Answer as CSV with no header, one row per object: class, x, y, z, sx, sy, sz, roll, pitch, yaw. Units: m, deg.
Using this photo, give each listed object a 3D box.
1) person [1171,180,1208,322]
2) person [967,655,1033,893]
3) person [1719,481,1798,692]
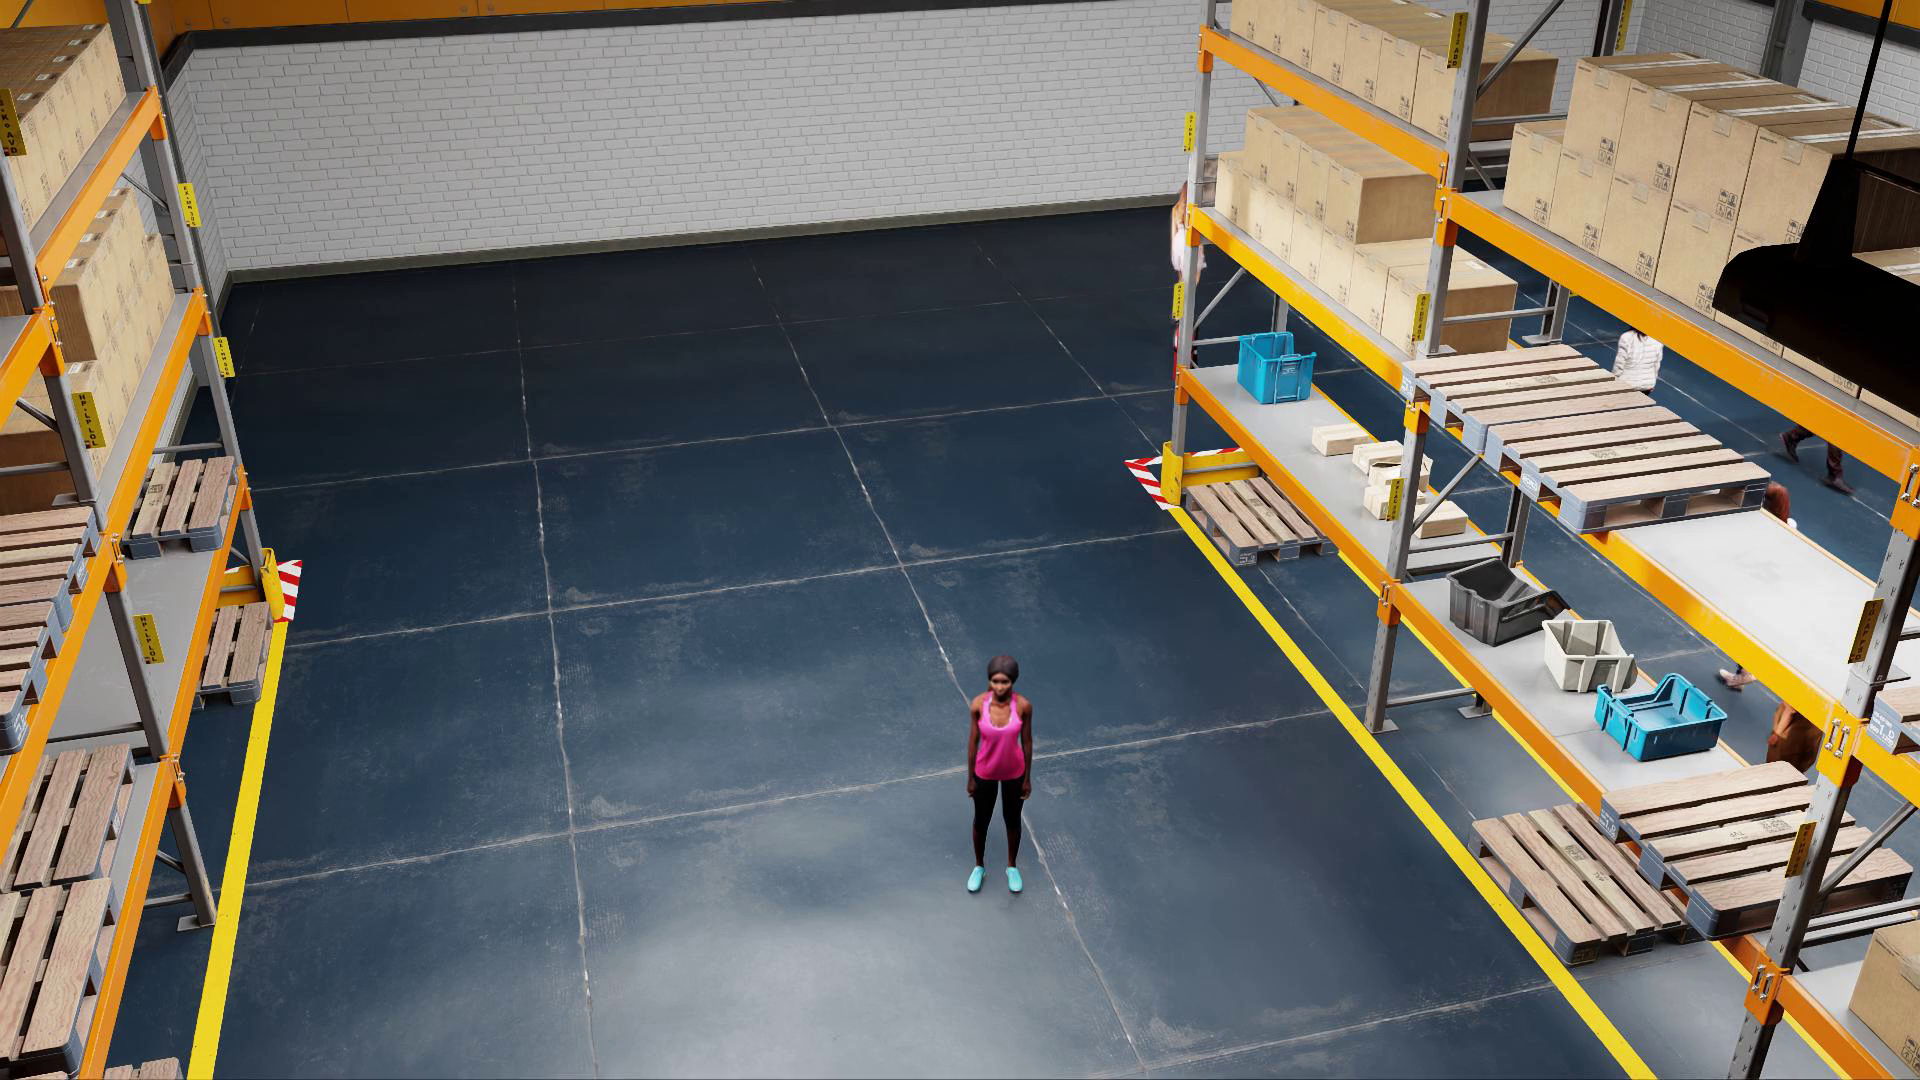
person,2.577,-3.222,18.981,0.845,1.756,0.942,11,31,20
person,0.250,1.457,10.440,0.625,1.722,0.638,1,29,2
person,5.951,0.414,12.350,0.607,1.725,0.656,-8,30,-14
